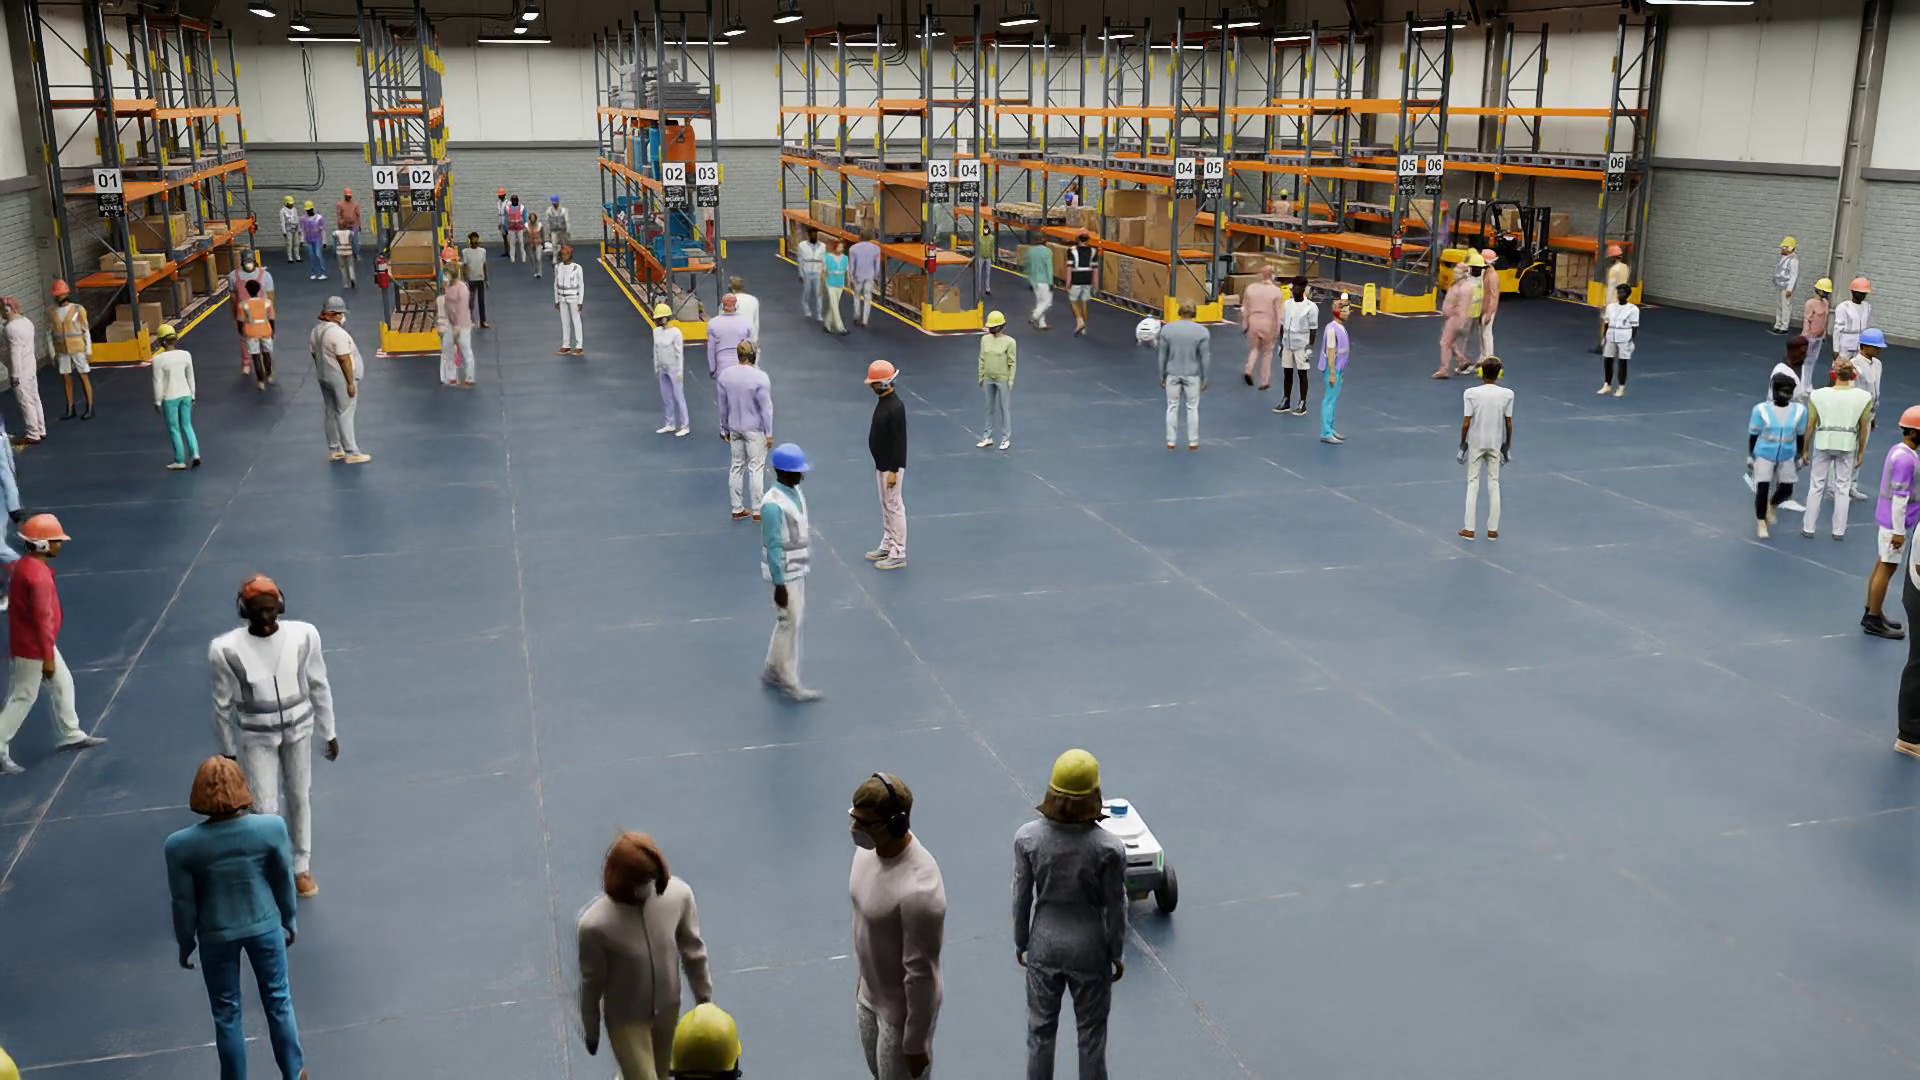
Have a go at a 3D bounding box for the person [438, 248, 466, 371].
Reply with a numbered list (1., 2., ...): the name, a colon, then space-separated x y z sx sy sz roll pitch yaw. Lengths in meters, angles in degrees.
1. person: -8.312 -3.772 27.217 0.375 1.995 0.611 -9 17 -30

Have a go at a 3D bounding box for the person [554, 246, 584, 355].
1. person: -6.790 -4.152 28.863 0.574 1.885 0.356 6 16 21

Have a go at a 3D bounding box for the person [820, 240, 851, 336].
1. person: -2.327 -4.747 31.297 0.585 1.784 1.006 -11 18 -35

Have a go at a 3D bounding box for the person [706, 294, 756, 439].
1. person: -2.965 -2.262 21.719 0.638 1.903 0.409 -1 15 -3

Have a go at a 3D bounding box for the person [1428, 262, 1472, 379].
1. person: 7.778 -3.460 26.273 0.565 1.872 0.666 1 15 4

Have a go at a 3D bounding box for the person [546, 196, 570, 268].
1. person: -10.515 -8.069 43.606 0.626 1.879 1.013 -1 15 -2

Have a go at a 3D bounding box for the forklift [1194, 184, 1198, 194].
1. forklift: 7.392 -11.333 53.972 1.873 2.768 1.129 -4 15 -15

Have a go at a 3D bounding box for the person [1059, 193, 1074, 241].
1. person: 2.864 -8.163 43.842 0.605 1.943 0.402 2 15 8

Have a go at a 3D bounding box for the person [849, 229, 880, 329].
1. person: -1.875 -5.110 32.438 0.638 1.891 0.971 -2 15 -8

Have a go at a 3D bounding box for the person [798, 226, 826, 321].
1. person: -2.982 -5.386 33.524 0.639 1.886 0.791 -5 16 -17

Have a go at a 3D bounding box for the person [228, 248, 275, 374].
1. person: -11.426 -3.701 26.865 0.682 2.000 0.535 -4 15 -14

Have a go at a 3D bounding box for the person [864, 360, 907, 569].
1. person: -0.698 -0.718 15.746 0.394 1.985 0.611 -4 15 -15

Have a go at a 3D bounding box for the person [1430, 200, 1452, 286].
1. person: 11.427 -7.028 39.420 0.650 2.018 0.430 -8 17 -27

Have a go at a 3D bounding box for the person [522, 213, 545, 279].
1. person: -10.550 -7.281 41.190 0.522 1.592 0.847 -1 15 -5

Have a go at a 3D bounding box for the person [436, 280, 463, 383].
1. person: -7.983 -3.247 25.947 0.318 1.629 0.521 -14 20 -42

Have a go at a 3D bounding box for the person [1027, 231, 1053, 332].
1. person: 1.498 -4.885 31.582 0.539 1.904 0.669 -12 19 -38

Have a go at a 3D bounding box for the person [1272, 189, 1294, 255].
1. person: 8.982 -8.807 46.316 0.624 1.908 0.539 4 16 16

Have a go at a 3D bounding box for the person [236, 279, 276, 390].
1. person: -10.783 -3.148 25.458 0.552 1.684 0.588 -11 18 -36

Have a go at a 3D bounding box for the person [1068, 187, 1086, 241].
1. person: 3.453 -9.454 48.925 0.640 1.831 0.430 8 17 29

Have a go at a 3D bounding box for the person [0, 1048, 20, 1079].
1. person: -2.712 2.285 4.753 0.586 1.824 0.403 5 16 18

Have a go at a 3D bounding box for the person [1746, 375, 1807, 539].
1. person: 8.228 -0.856 16.828 0.558 1.679 0.441 3 15 12

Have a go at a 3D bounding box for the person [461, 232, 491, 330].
1. person: -9.337 -5.009 32.109 0.513 1.875 0.328 -13 20 -40

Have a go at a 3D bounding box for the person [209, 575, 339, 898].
1. person: -3.751 1.093 9.158 0.594 1.873 0.405 -10 18 -34

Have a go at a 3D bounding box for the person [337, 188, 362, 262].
1. person: -16.673 -8.612 45.454 0.613 1.986 0.406 -8 17 -28

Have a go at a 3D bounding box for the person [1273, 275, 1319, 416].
1. person: 4.726 -2.743 23.402 0.367 1.967 0.604 -14 20 -41

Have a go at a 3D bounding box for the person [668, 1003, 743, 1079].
1. person: -0.738 2.230 5.072 0.525 1.770 0.307 0 15 0

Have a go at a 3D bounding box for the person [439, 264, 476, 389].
1. person: -7.736 -3.236 25.343 0.629 1.917 0.700 13 20 40

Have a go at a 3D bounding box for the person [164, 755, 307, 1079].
1. person: -3.146 1.717 7.253 0.499 1.634 0.285 -8 17 -27

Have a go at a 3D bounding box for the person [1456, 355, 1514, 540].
1. person: 5.279 -0.921 16.747 0.534 1.861 0.310 1 15 5

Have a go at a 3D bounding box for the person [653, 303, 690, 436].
1. person: -3.854 -2.245 21.948 0.539 1.755 0.372 11 18 35

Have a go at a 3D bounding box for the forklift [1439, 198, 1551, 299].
1. forklift: 11.913 -6.508 37.130 2.313 2.155 1.214 -4 15 -15

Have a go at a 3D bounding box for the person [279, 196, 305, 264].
1. person: -18.015 -8.348 44.789 0.403 1.817 0.597 6 16 21

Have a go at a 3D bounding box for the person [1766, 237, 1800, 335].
1. person: 15.521 -4.778 31.313 0.404 1.835 0.587 2 15 7

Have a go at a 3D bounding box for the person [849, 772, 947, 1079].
1. person: -0.251 1.791 6.413 0.374 1.933 0.625 -6 16 -22

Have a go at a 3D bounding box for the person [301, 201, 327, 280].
1. person: -15.891 -7.363 40.889 0.596 1.912 0.434 4 15 15

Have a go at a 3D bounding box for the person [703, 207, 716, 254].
1. person: -7.148 -9.199 47.637 0.379 1.996 0.610 -4 15 -15

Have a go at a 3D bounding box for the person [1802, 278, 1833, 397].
1. person: 12.800 -3.034 24.896 0.523 1.760 0.325 -9 18 -32
